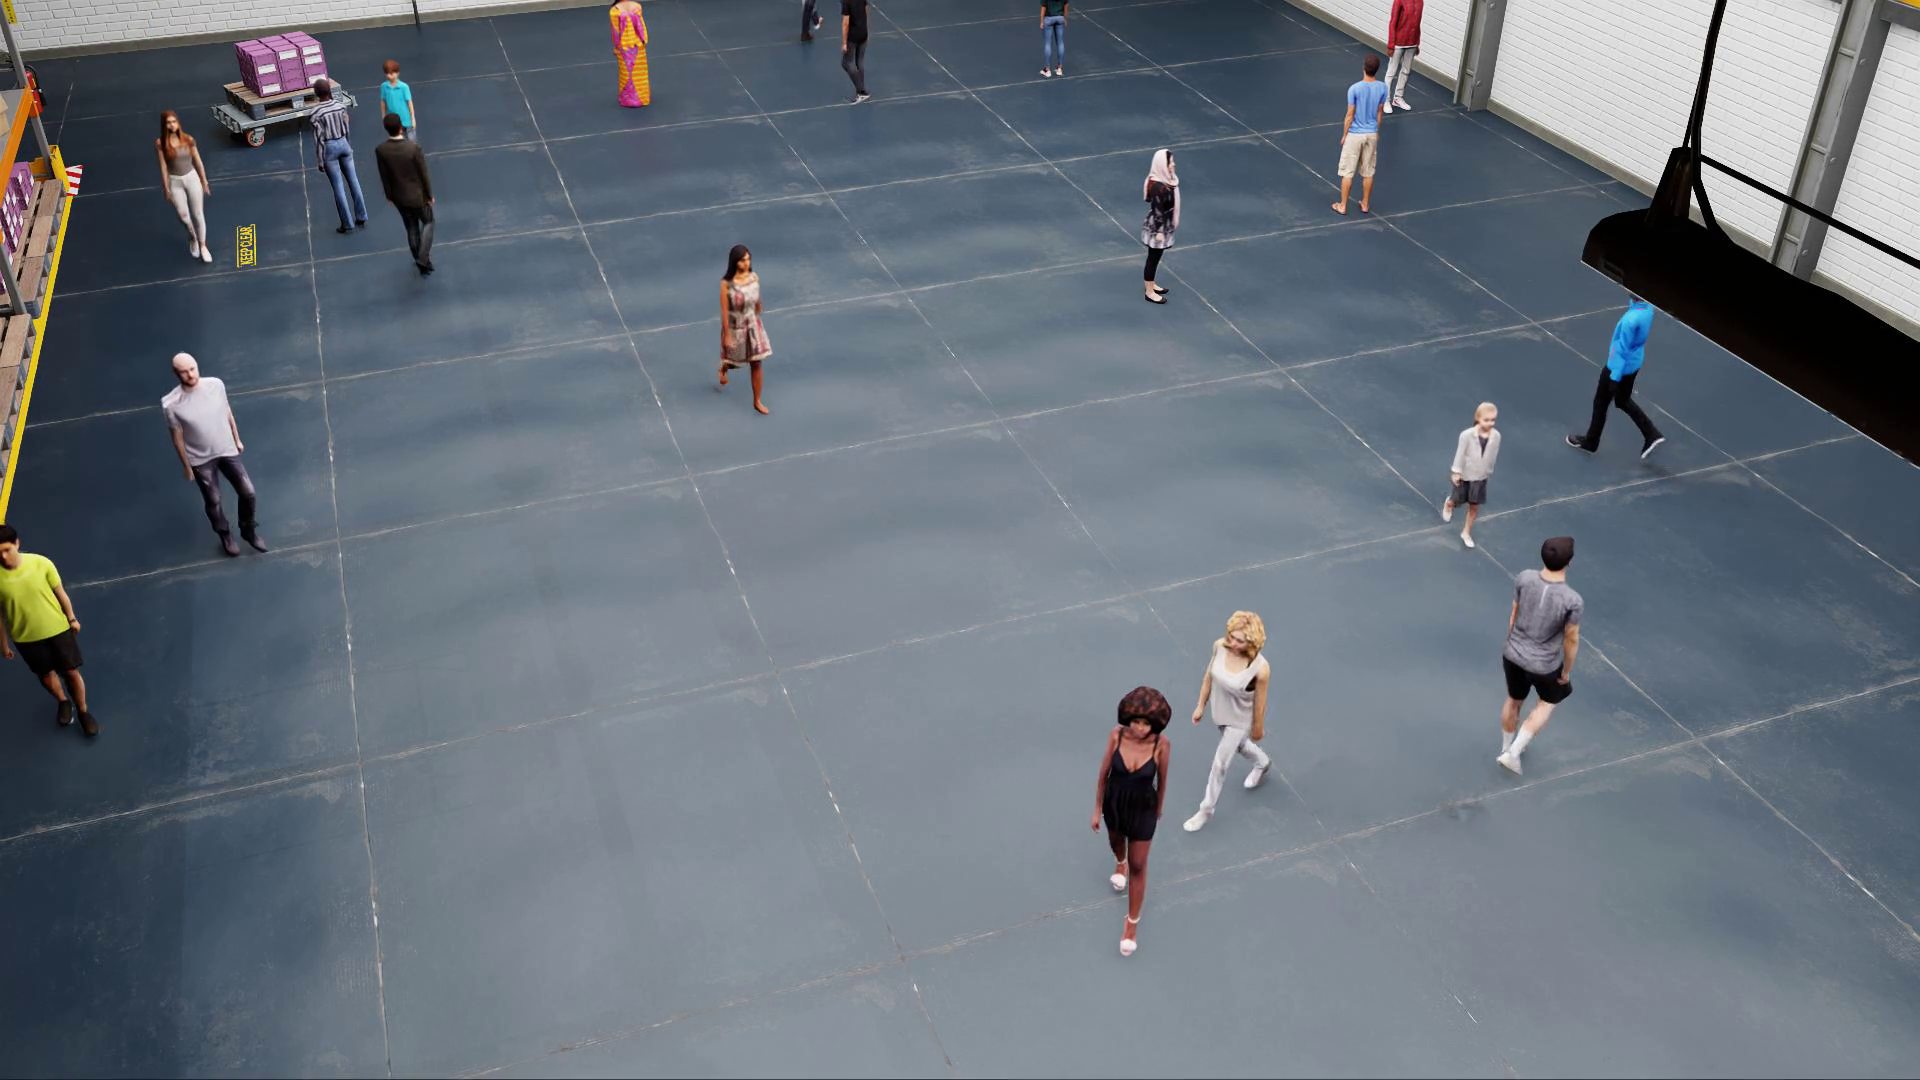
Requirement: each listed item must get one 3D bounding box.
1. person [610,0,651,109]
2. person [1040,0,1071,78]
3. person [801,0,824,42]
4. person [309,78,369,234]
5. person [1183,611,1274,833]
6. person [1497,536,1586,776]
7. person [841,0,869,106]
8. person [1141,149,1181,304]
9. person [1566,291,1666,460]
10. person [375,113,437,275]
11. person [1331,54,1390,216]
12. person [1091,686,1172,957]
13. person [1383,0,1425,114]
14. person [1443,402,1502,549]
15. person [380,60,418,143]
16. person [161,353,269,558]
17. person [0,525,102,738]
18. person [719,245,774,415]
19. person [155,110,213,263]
[{"bbox_3d":[-4.523,-6.774,22.632,0.742,1.688,0.774,-27,42,-34],"label":"person"},{"bbox_3d":[1.334,-7.443,23.704,0.605,1.616,0.599,-9,35,-14],"label":"person"},{"bbox_3d":[-2.320,-8.453,25.016,1.174,1.844,1.222,15,36,21],"label":"person"},{"bbox_3d":[-7.089,-4.377,18.929,0.718,1.795,0.698,21,39,28],"label":"person"},{"bbox_3d":[1.850,1.101,10.835,0.839,1.632,1.093,-21,39,-28],"label":"person"},{"bbox_3d":[3.766,0.803,11.078,0.883,1.860,0.850,-27,42,-35],"label":"person"},{"bbox_3d":[-1.424,-6.896,22.707,0.877,1.808,0.870,-22,40,-30],"label":"person"},{"bbox_3d":[2.087,-3.317,17.476,0.808,1.638,0.722,7,34,11],"label":"person"},{"bbox_3d":[5.901,-1.475,14.582,1.140,1.775,0.936,25,41,33],"label":"person"},{"bbox_3d":[-5.923,-3.673,17.871,0.806,1.794,0.849,0,34,1],"label":"person"},{"bbox_3d":[4.691,-4.725,19.390,0.684,1.864,0.624,-5,34,-8],"label":"person"},{"bbox_3d":[1.020,1.570,10.018,0.905,1.756,1.022,10,35,14],"label":"person"},{"bbox_3d":[5.982,-6.734,22.452,0.659,1.820,0.576,-13,36,-18],"label":"person"},{"bbox_3d":[4.202,-0.581,13.698,0.647,1.264,0.786,0,34,0],"label":"person"},{"bbox_3d":[-6.893,-5.198,20.476,0.608,1.449,0.611,3,34,4],"label":"person"},{"bbox_3d":[-6.058,-0.717,13.403,0.782,1.816,0.793,-27,42,-34],"label":"person"},{"bbox_3d":[-6.421,0.568,11.583,0.686,1.690,0.768,-15,37,-22],"label":"person"},{"bbox_3d":[-2.064,-1.987,15.485,0.781,1.627,1.012,-22,39,-29],"label":"person"},{"bbox_3d":[-8.544,-3.919,18.311,0.659,1.716,0.662,-17,37,-23],"label":"person"}]
